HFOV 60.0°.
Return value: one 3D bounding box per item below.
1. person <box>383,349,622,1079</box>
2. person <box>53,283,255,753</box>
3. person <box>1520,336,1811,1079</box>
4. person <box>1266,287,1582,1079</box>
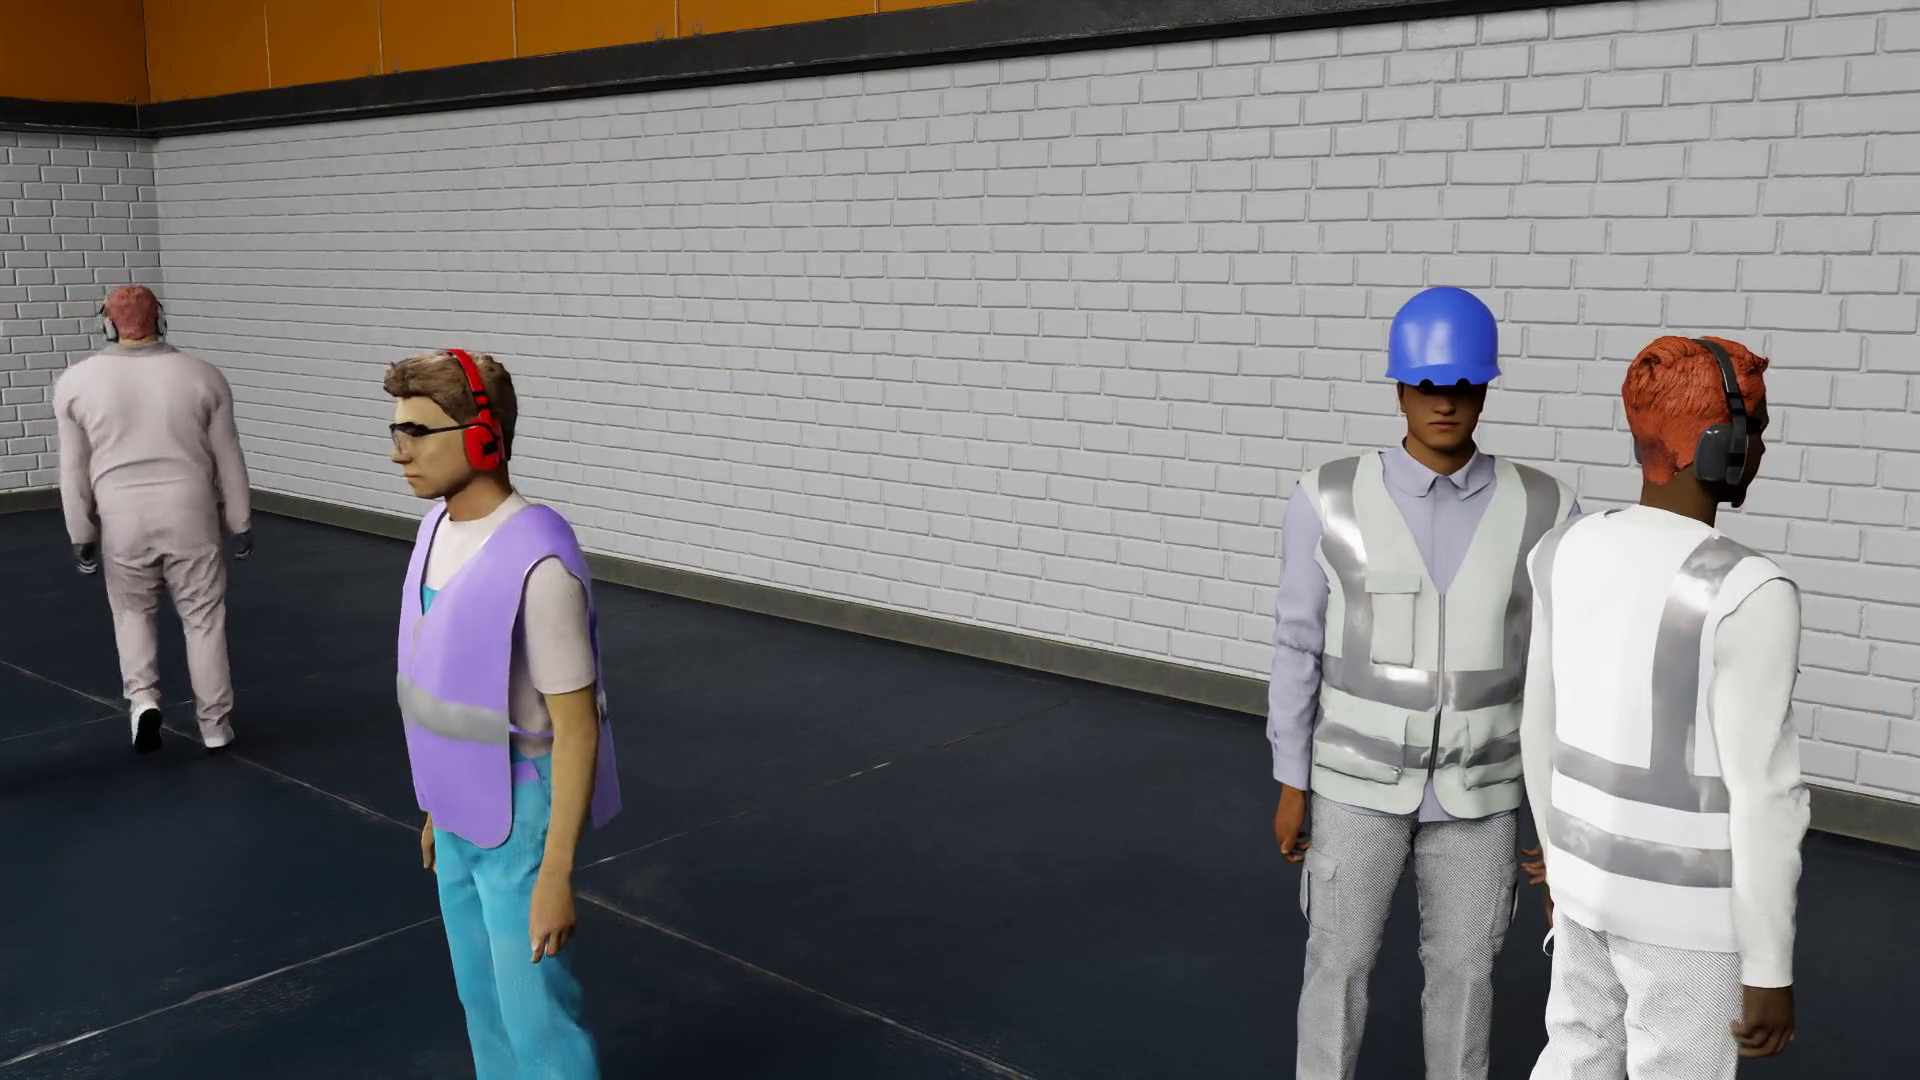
[{"bbox_3d":[-0.862,0.556,3.182,0.373,1.840,0.570,-8,13,-38],"label":"person"},{"bbox_3d":[-3.158,-0.062,6.572,0.674,1.886,0.495,-4,11,-20],"label":"person"},{"bbox_3d":[1.165,0.607,2.781,0.356,1.882,0.573,-3,11,-19],"label":"person"},{"bbox_3d":[0.917,0.477,3.332,0.601,1.948,0.386,1,10,5],"label":"person"}]
